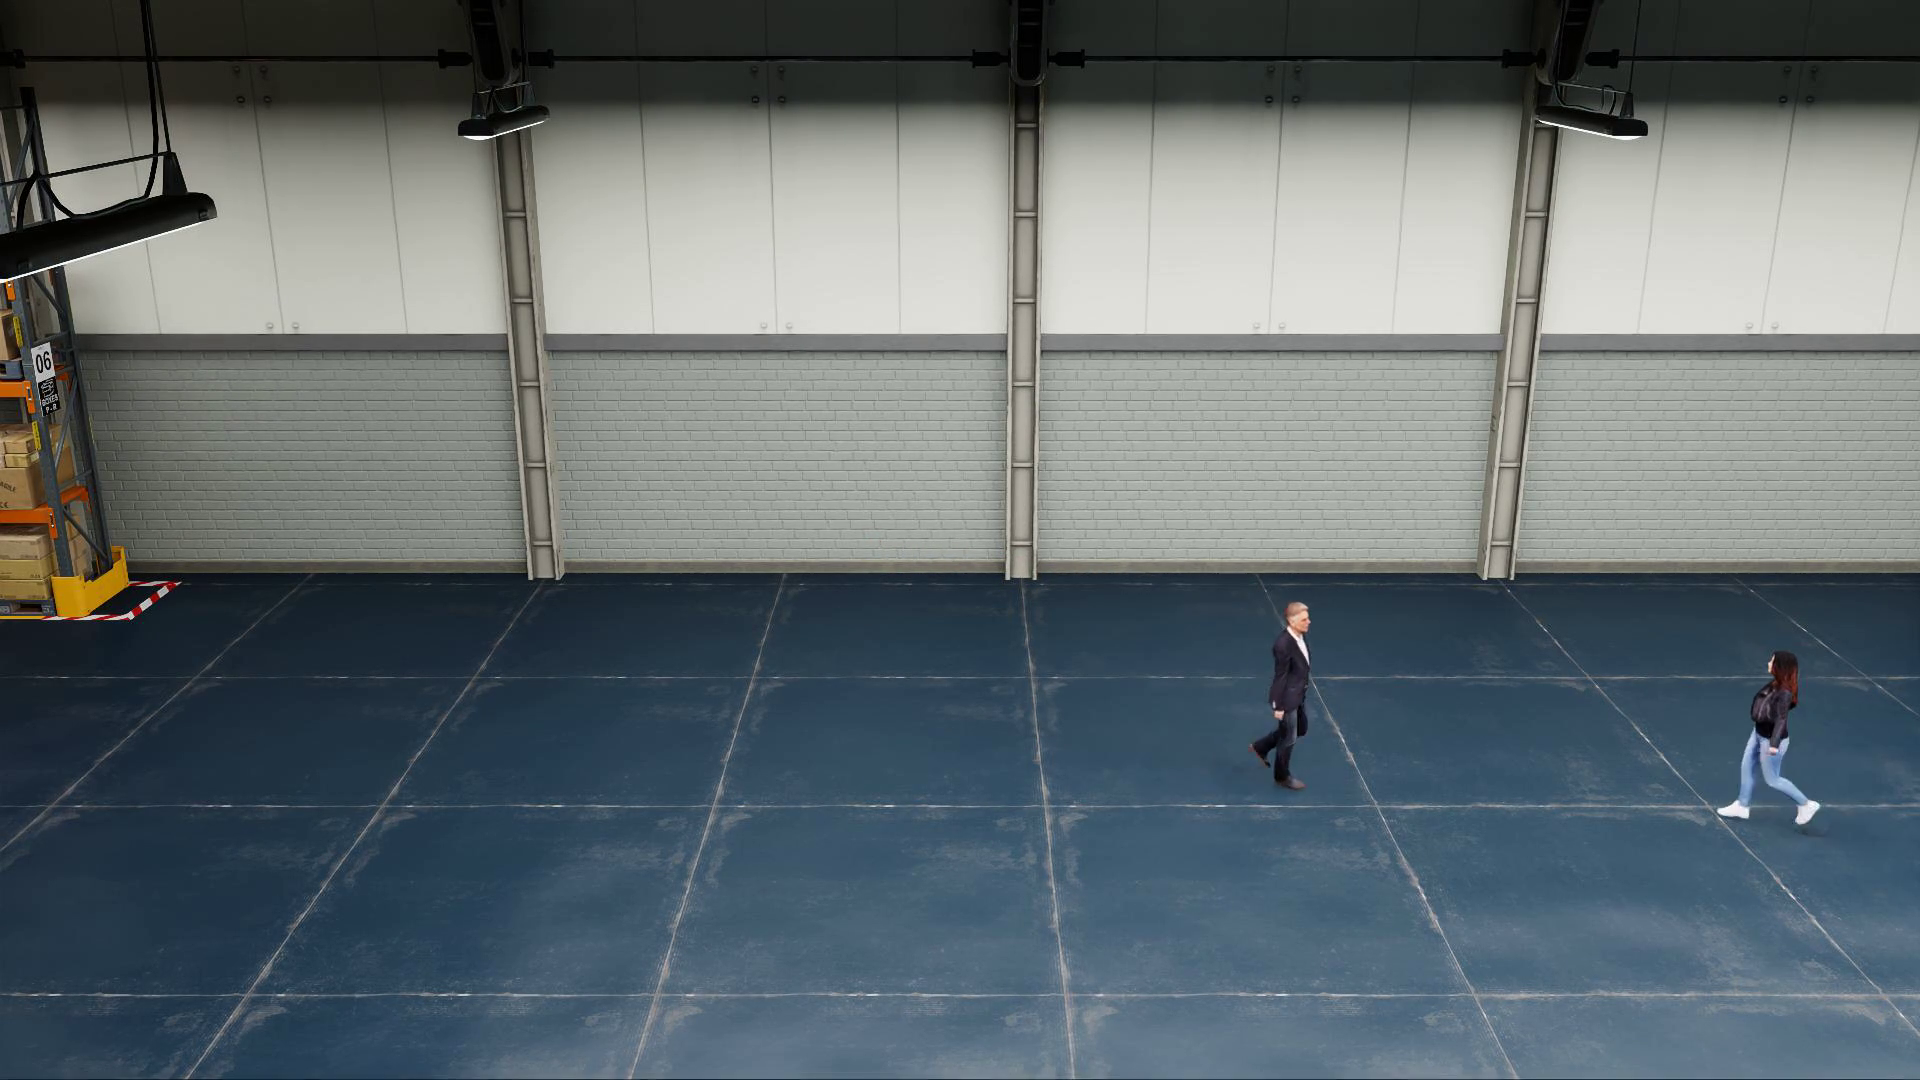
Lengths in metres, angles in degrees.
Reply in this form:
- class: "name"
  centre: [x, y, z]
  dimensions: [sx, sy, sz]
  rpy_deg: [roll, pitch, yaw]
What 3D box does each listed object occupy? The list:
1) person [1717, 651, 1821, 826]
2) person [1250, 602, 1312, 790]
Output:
- class: "person"
  centre: [7.124, 1.746, 14.458]
  dimensions: [1.096, 1.610, 0.843]
  rpy_deg: [6, 19, 17]
- class: "person"
  centre: [2.940, 1.391, 15.238]
  dimensions: [0.979, 1.801, 0.902]
  rpy_deg: [10, 21, 28]
